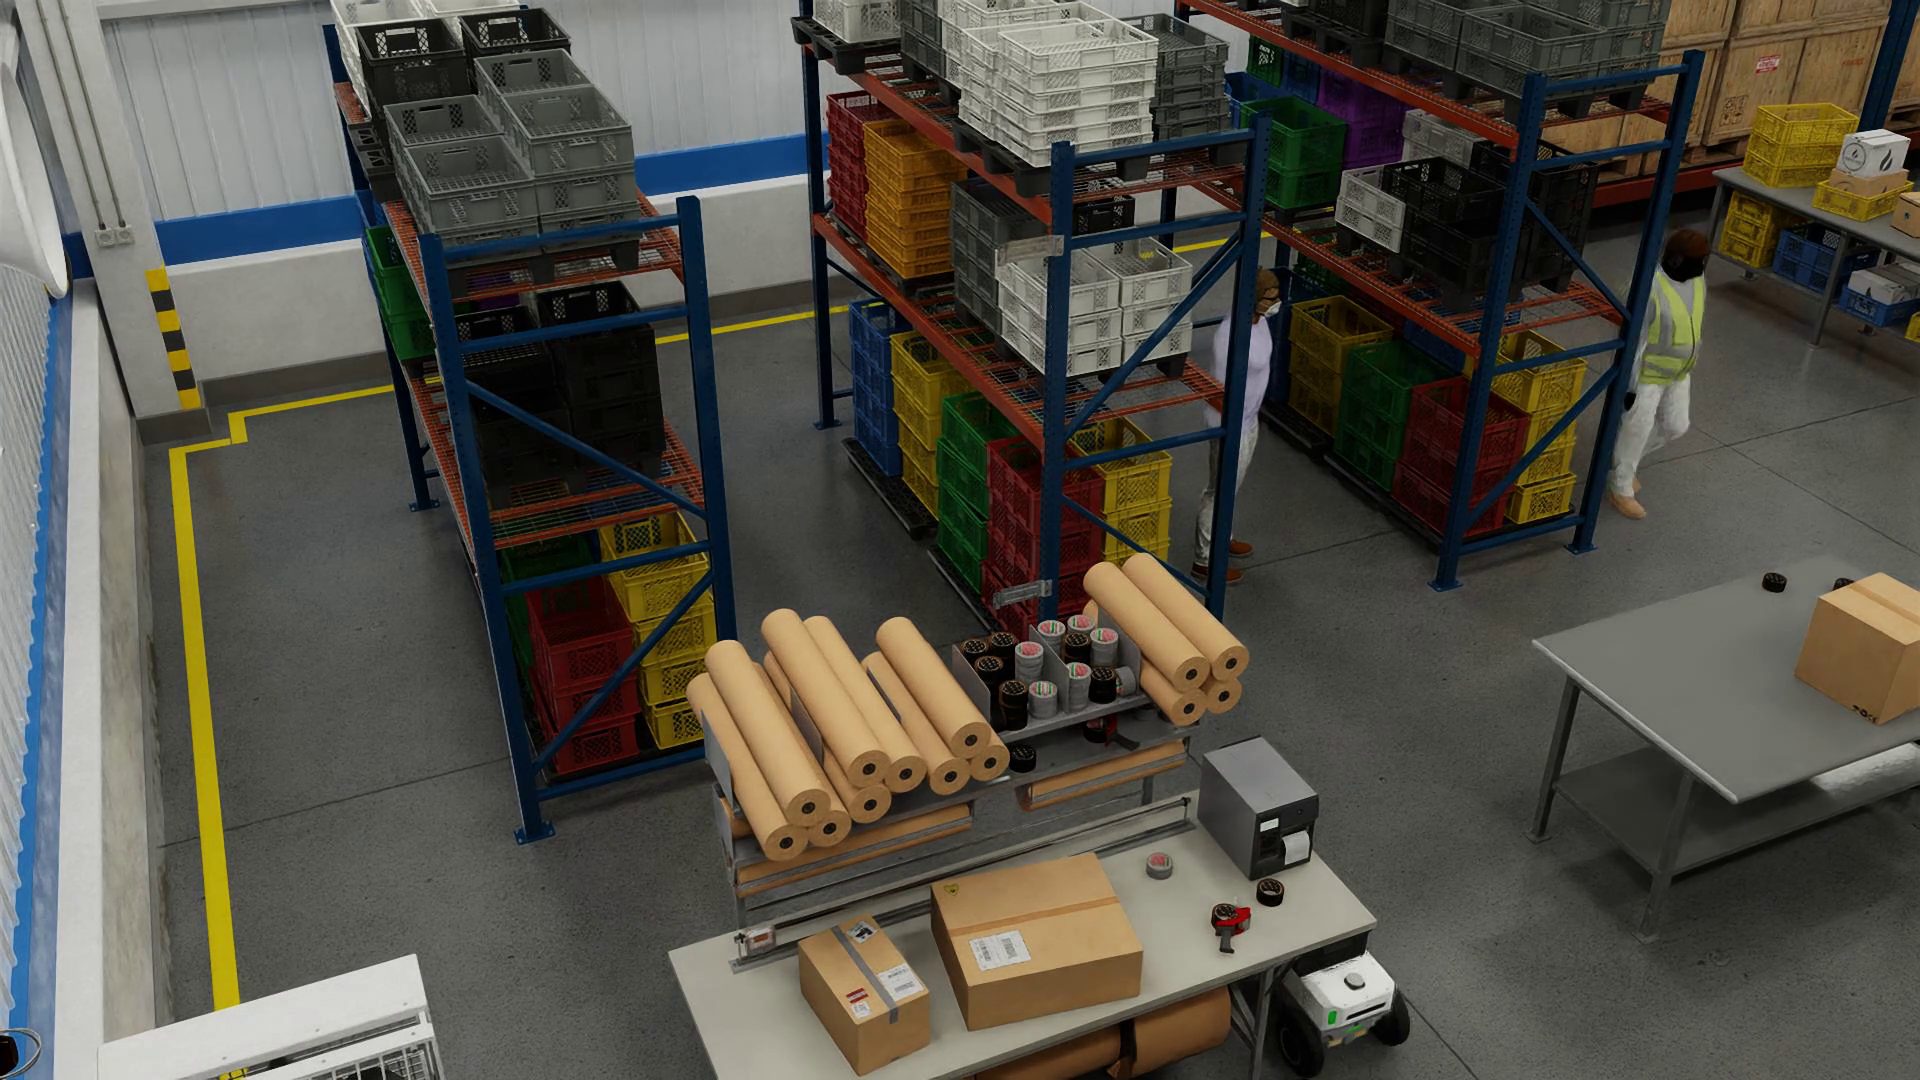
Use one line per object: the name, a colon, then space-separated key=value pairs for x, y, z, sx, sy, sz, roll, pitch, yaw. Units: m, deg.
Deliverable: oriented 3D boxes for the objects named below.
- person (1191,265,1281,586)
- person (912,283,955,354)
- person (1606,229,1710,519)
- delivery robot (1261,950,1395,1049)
person: x=1.563 y=-0.655 z=9.437 sx=0.362 sy=1.931 sz=0.627 roll=10 pitch=33 yaw=16
person: x=-0.175 y=-2.146 z=11.922 sx=0.720 sy=1.863 sz=0.598 roll=11 pitch=33 yaw=18
person: x=4.226 y=-1.027 z=10.131 sx=0.654 sy=1.825 sz=0.440 roll=-19 pitch=36 yaw=-27
delivery robot: x=1.453 y=1.707 z=6.817 sx=0.477 sy=0.478 sz=0.707 roll=-13 pitch=34 yaw=-20
